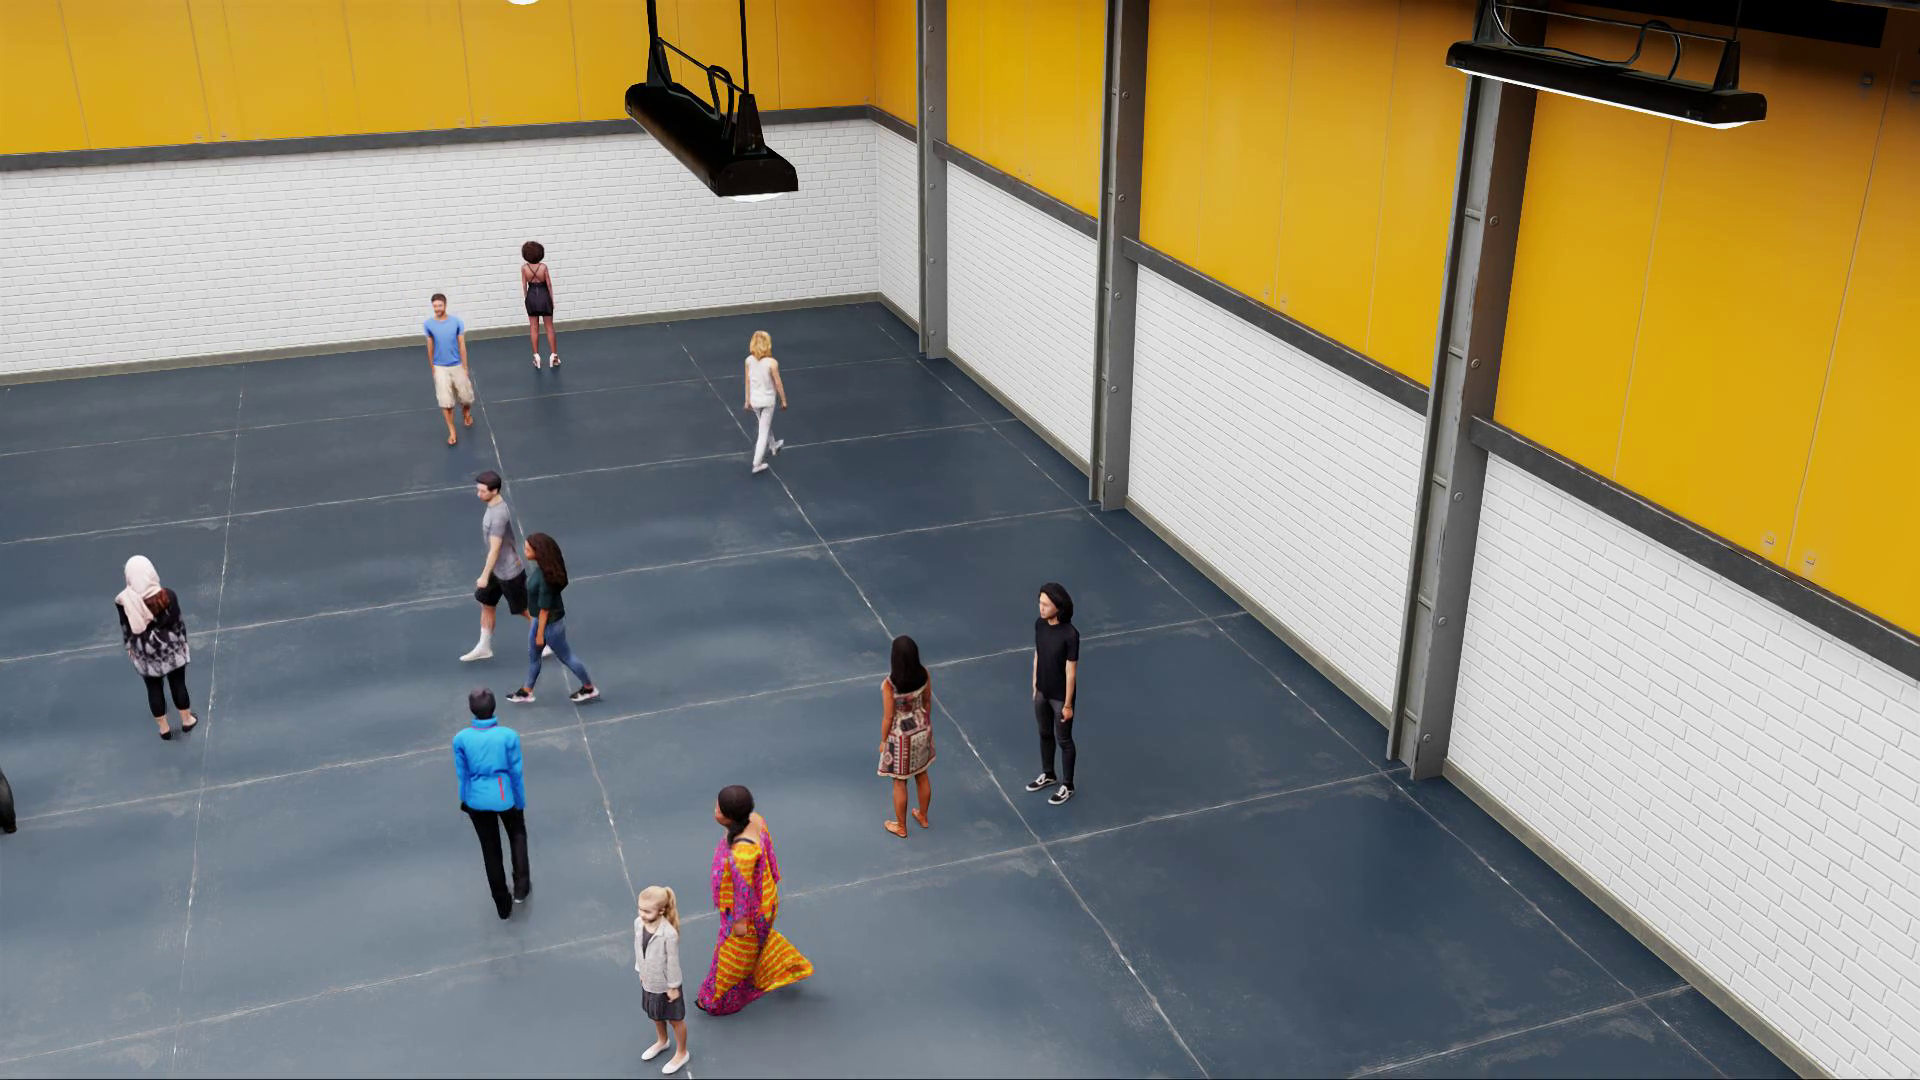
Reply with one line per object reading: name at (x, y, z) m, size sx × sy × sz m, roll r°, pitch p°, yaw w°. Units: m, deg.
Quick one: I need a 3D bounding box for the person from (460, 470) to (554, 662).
person at (-3.979, 0.254, 14.917) m, size 0.793 × 1.842 × 1.105 m, roll -10°, pitch 26°, yaw -23°

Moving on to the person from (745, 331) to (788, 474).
person at (-2.333, -1.583, 19.390) m, size 1.051 × 1.624 × 1.071 m, roll 12°, pitch 26°, yaw 25°

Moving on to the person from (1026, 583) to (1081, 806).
person at (0.748, 1.154, 12.876) m, size 0.740 × 1.827 × 0.582 m, roll -18°, pitch 30°, yaw -36°

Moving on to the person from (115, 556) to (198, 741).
person at (-6.630, 0.886, 13.724) m, size 0.619 × 1.638 × 0.608 m, roll -9°, pitch 25°, yaw -19°

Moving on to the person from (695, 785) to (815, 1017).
person at (-1.319, 2.264, 10.535) m, size 0.923 × 1.669 × 1.030 m, roll -1°, pitch 24°, yaw -3°

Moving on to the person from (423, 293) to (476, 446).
person at (-6.265, -2.148, 20.399) m, size 0.727 × 1.851 × 0.934 m, roll -5°, pitch 24°, yaw -11°

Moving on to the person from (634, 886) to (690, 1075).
person at (-1.817, 2.654, 10.134) m, size 0.586 × 1.275 × 0.657 m, roll 15°, pitch 28°, yaw 31°

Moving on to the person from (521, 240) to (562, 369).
person at (-5.829, -3.267, 23.036) m, size 0.610 × 1.789 × 0.605 m, roll -3°, pitch 24°, yaw -6°

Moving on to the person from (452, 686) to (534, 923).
person at (-3.191, 1.843, 11.360) m, size 0.644 × 1.780 × 0.634 m, roll -5°, pitch 24°, yaw -12°

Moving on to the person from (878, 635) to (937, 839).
person at (-0.395, 1.452, 12.421) m, size 0.707 × 1.645 × 0.635 m, roll -17°, pitch 29°, yaw -33°

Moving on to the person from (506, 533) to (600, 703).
person at (-3.427, 0.707, 14.219) m, size 0.731 × 1.572 × 0.981 m, roll -5°, pitch 24°, yaw -11°
